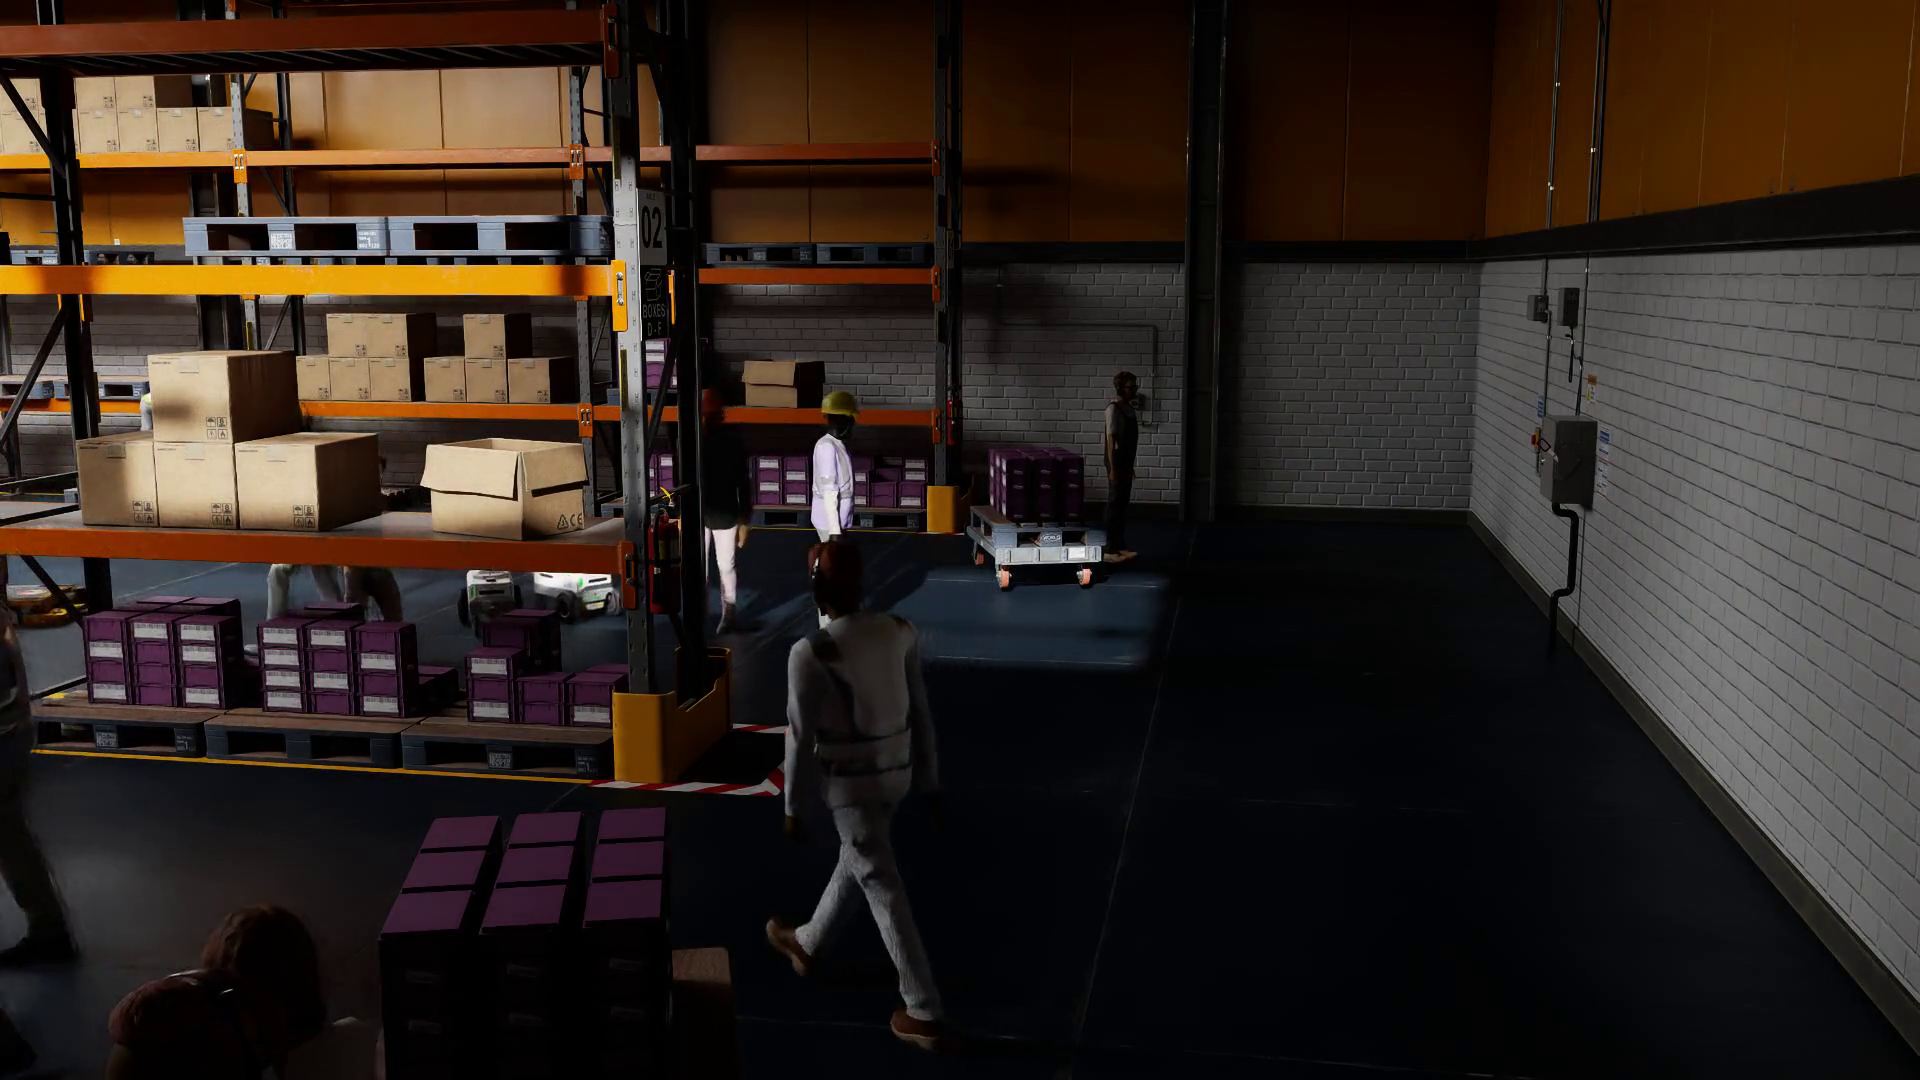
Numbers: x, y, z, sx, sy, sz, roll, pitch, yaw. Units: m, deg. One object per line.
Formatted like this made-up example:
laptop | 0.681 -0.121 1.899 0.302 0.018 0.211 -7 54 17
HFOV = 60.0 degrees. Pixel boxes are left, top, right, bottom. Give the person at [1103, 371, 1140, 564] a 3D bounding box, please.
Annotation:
person | 1.560 -0.702 16.046 0.328 1.844 0.514 4 10 25

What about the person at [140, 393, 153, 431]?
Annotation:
person | -8.263 -0.909 17.363 0.429 1.837 0.621 5 11 31

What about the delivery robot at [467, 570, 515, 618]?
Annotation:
delivery robot | -3.689 0.376 13.057 0.477 0.478 0.707 -3 10 -17

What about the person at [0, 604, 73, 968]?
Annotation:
person | -3.942 0.846 6.581 0.616 1.818 0.611 -7 11 -36

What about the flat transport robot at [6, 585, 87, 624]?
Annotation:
flat transport robot | -7.821 0.520 13.332 1.431 0.197 0.652 -1 9 -7

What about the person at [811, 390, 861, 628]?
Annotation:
person | -0.911 -0.139 12.294 0.372 1.929 0.584 0 9 -1

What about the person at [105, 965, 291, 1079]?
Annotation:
person | -0.976 1.492 2.240 0.639 1.910 0.406 3 10 19

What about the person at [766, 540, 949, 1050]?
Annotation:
person | -0.404 0.899 6.176 1.067 1.813 0.591 9 13 43

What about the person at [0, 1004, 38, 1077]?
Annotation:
person | -3.594 1.046 5.425 0.940 1.774 0.613 -4 10 -26

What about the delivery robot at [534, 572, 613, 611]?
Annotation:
delivery robot | -3.136 0.311 13.462 0.707 0.478 0.477 9 12 42

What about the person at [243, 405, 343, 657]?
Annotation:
person | -4.852 -0.078 12.024 0.862 1.887 0.599 1 9 8

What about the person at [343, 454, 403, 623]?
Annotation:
person | -4.000 0.216 11.076 0.719 1.611 0.510 2 9 13

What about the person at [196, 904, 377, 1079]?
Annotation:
person | -1.334 1.489 3.203 0.647 1.600 0.510 5 10 26

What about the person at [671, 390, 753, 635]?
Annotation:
person | -1.852 -0.174 12.511 0.625 1.936 1.044 0 9 2
